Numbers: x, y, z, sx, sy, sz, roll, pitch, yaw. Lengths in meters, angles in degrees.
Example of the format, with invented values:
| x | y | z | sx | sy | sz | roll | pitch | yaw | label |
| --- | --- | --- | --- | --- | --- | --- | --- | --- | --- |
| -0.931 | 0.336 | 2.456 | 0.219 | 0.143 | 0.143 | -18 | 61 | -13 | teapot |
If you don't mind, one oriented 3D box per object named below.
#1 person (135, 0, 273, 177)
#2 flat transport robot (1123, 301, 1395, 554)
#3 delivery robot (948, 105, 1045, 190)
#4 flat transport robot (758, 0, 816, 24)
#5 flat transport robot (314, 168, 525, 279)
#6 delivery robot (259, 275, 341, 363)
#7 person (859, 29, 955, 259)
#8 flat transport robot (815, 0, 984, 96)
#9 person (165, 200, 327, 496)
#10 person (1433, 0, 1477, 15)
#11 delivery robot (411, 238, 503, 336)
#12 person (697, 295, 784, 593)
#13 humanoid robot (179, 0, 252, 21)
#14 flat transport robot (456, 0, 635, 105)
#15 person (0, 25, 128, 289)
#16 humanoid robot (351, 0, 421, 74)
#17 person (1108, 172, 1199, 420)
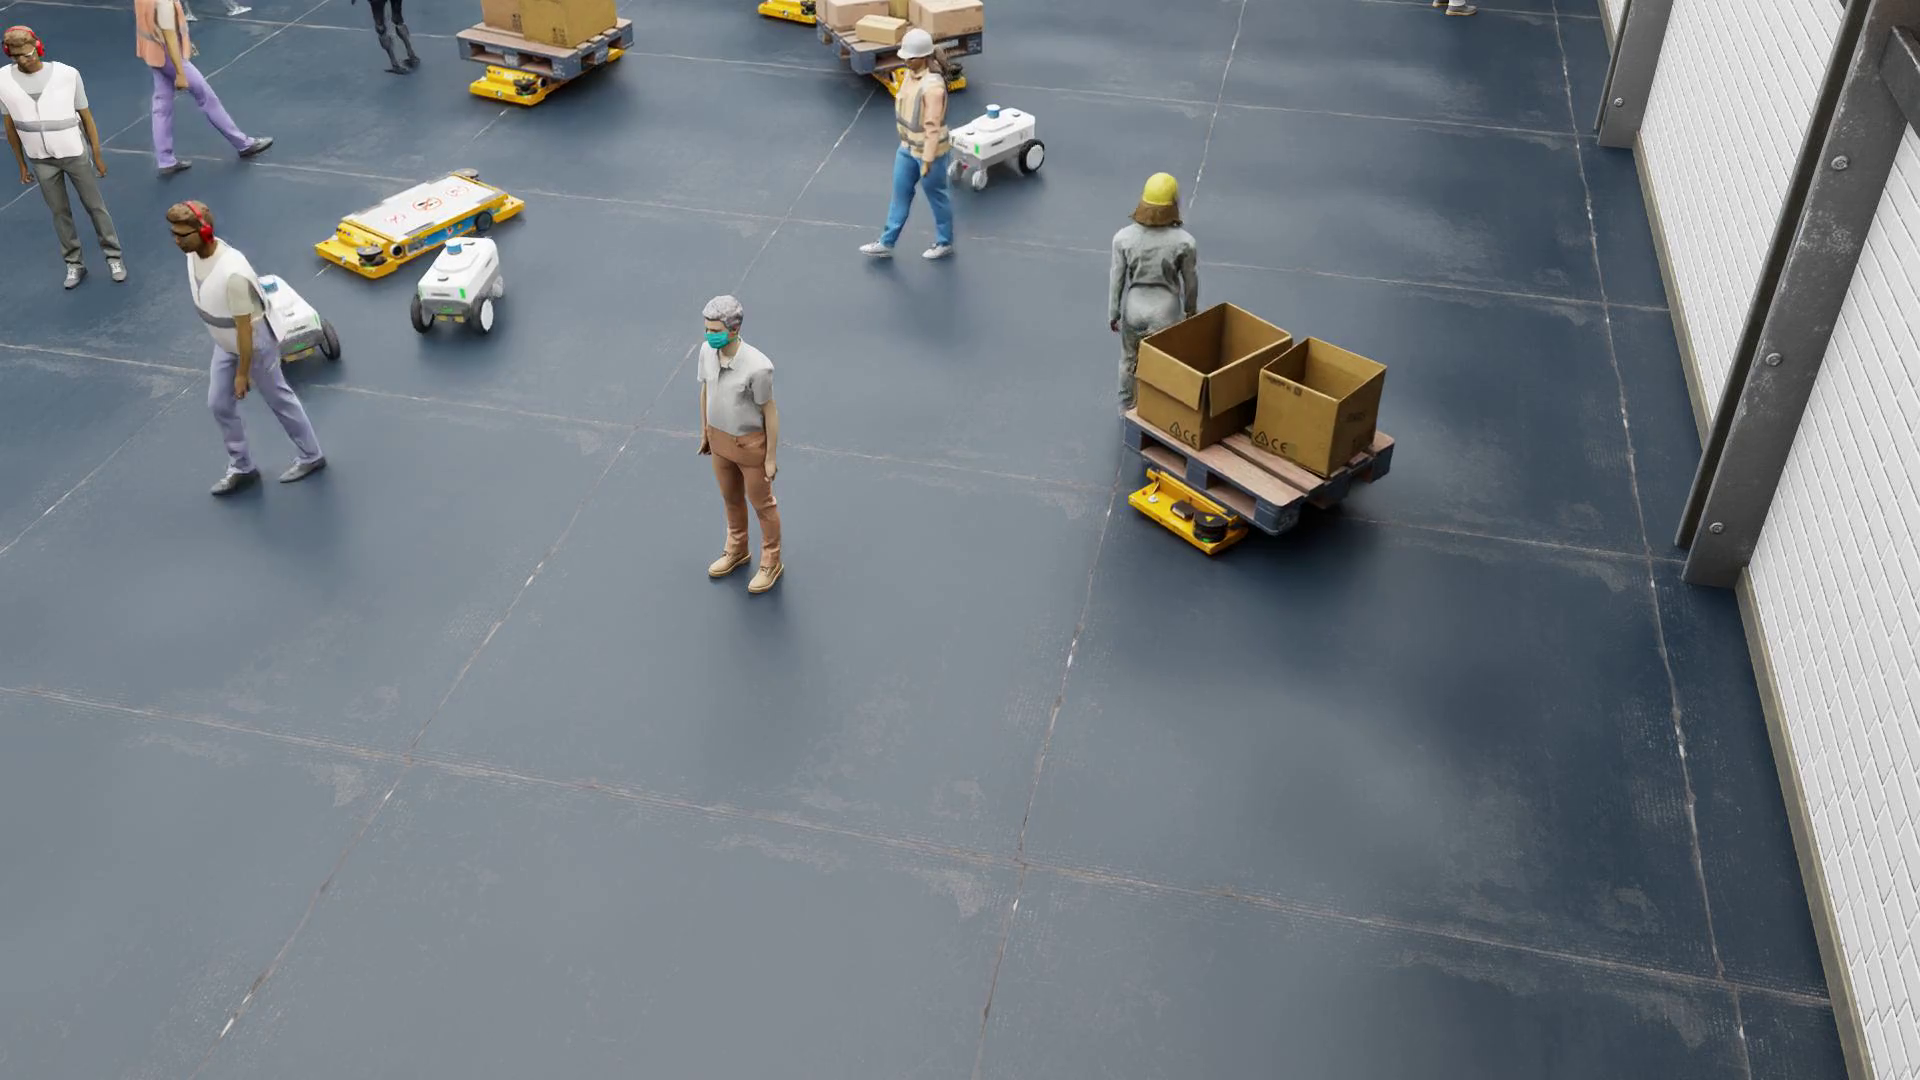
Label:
| x | y | z | sx | sy | sz | roll | pitch | yaw | label |
| --- | --- | --- | --- | --- | --- | --- | --- | --- | --- |
| -6.053 | -3.773 | 12.989 | 0.956 | 1.785 | 0.606 | -29 | 46 | -33 | person |
| 1.723 | -0.396 | 9.749 | 1.431 | 0.231 | 0.659 | -27 | 44 | -31 | flat transport robot |
| 0.284 | -3.156 | 13.217 | 0.792 | 0.611 | 0.499 | -30 | 46 | -34 | delivery robot |
| -1.334 | -5.479 | 16.550 | 0.659 | 0.231 | 1.431 | 19 | 41 | 23 | flat transport robot |
| -4.013 | -2.372 | 12.393 | 0.659 | 0.231 | 1.431 | 24 | 43 | 28 | flat transport robot |
| -4.460 | -1.439 | 10.895 | 0.499 | 0.582 | 0.773 | -27 | 44 | -31 | delivery robot |
| -0.342 | -2.730 | 11.667 | 0.716 | 1.696 | 0.520 | -19 | 41 | -24 | person |
| -0.553 | -4.366 | 15.061 | 0.659 | 0.231 | 1.431 | -16 | 40 | -21 | flat transport robot |
| -4.088 | -1.039 | 9.316 | 0.572 | 1.818 | 0.776 | 25 | 44 | 30 | person |
| 4.860 | -6.003 | 15.901 | 0.354 | 1.887 | 0.573 | -9 | 38 | -12 | person |
| -3.405 | -1.743 | 11.321 | 0.499 | 0.606 | 0.794 | 4 | 37 | 5 | delivery robot |
| -1.148 | -0.501 | 8.655 | 0.493 | 1.744 | 0.301 | 21 | 42 | 26 | person |
| -7.324 | -5.746 | 15.700 | 0.553 | 1.785 | 0.881 | 24 | 43 | 29 | humanoid robot |
| -3.692 | -4.280 | 14.946 | 0.659 | 0.231 | 1.431 | 16 | 40 | 21 | flat transport robot |
| -6.183 | -2.636 | 11.435 | 0.564 | 1.839 | 0.391 | -10 | 38 | -13 | person |
| -5.113 | -4.965 | 14.692 | 0.339 | 1.649 | 0.589 | 27 | 45 | 32 | humanoid robot |
| 1.132 | -1.325 | 9.799 | 0.521 | 1.723 | 0.726 | 9 | 38 | 12 | person |
